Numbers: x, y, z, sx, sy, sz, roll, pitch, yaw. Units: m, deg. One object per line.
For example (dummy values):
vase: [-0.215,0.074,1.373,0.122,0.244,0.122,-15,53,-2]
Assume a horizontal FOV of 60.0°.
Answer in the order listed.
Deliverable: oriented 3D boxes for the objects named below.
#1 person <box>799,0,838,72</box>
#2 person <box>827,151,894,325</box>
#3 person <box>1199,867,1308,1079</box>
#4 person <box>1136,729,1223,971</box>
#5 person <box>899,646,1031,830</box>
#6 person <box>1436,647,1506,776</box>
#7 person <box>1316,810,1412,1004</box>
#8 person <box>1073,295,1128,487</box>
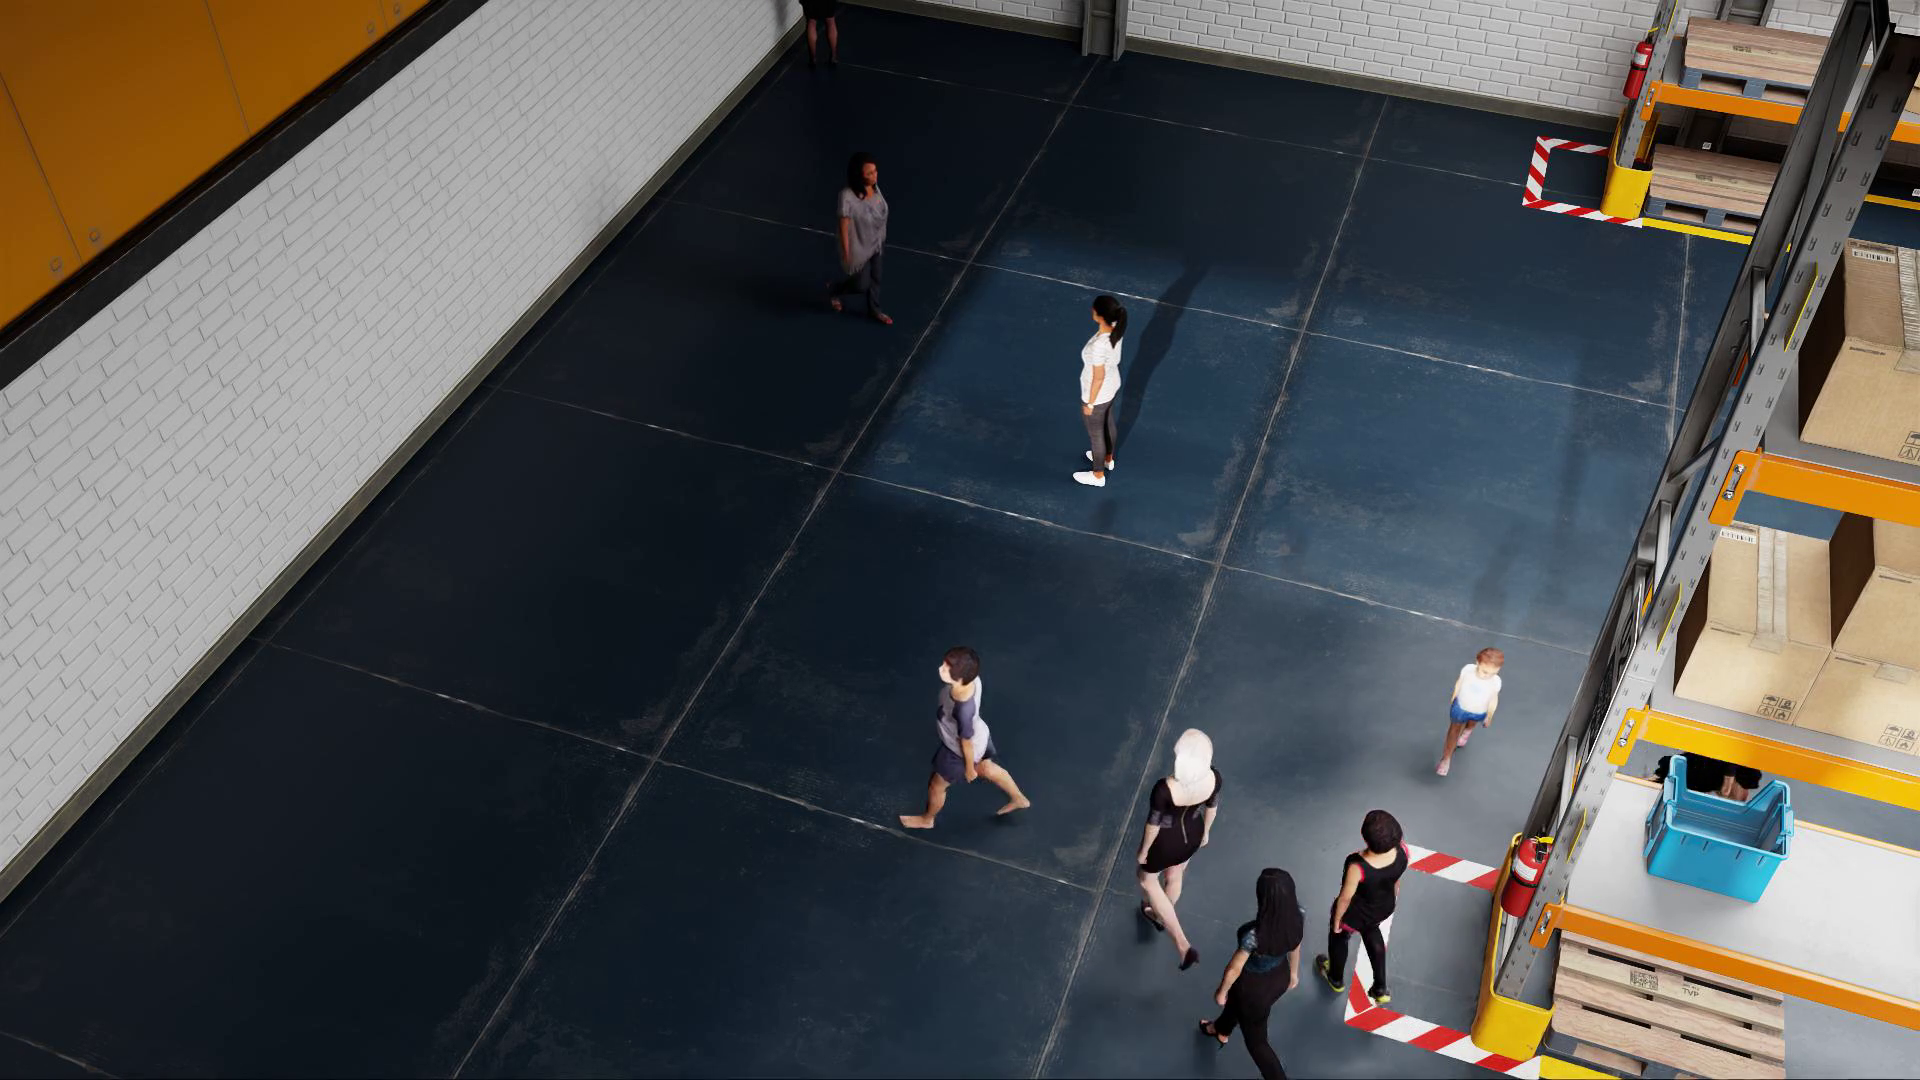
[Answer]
person: [-1.434,-5.569,16.828,0.592,1.698,0.716,-6,44,-6]
person: [-0.857,-2.486,13.665,0.876,1.596,0.730,24,48,23]
person: [1.583,2.349,8.515,0.993,1.698,1.156,-26,49,-25]
person: [1.209,1.719,9.090,0.913,1.818,0.977,-18,47,-18]
person: [0.104,1.200,9.847,1.091,1.526,0.759,3,44,3]
person: [3.243,0.998,10.445,0.705,0.993,0.578,24,48,23]
person: [2.222,2.027,8.968,0.778,1.539,0.824,-14,45,-14]
person: [1.037,-1.103,12.177,0.550,1.646,0.590,19,47,19]
